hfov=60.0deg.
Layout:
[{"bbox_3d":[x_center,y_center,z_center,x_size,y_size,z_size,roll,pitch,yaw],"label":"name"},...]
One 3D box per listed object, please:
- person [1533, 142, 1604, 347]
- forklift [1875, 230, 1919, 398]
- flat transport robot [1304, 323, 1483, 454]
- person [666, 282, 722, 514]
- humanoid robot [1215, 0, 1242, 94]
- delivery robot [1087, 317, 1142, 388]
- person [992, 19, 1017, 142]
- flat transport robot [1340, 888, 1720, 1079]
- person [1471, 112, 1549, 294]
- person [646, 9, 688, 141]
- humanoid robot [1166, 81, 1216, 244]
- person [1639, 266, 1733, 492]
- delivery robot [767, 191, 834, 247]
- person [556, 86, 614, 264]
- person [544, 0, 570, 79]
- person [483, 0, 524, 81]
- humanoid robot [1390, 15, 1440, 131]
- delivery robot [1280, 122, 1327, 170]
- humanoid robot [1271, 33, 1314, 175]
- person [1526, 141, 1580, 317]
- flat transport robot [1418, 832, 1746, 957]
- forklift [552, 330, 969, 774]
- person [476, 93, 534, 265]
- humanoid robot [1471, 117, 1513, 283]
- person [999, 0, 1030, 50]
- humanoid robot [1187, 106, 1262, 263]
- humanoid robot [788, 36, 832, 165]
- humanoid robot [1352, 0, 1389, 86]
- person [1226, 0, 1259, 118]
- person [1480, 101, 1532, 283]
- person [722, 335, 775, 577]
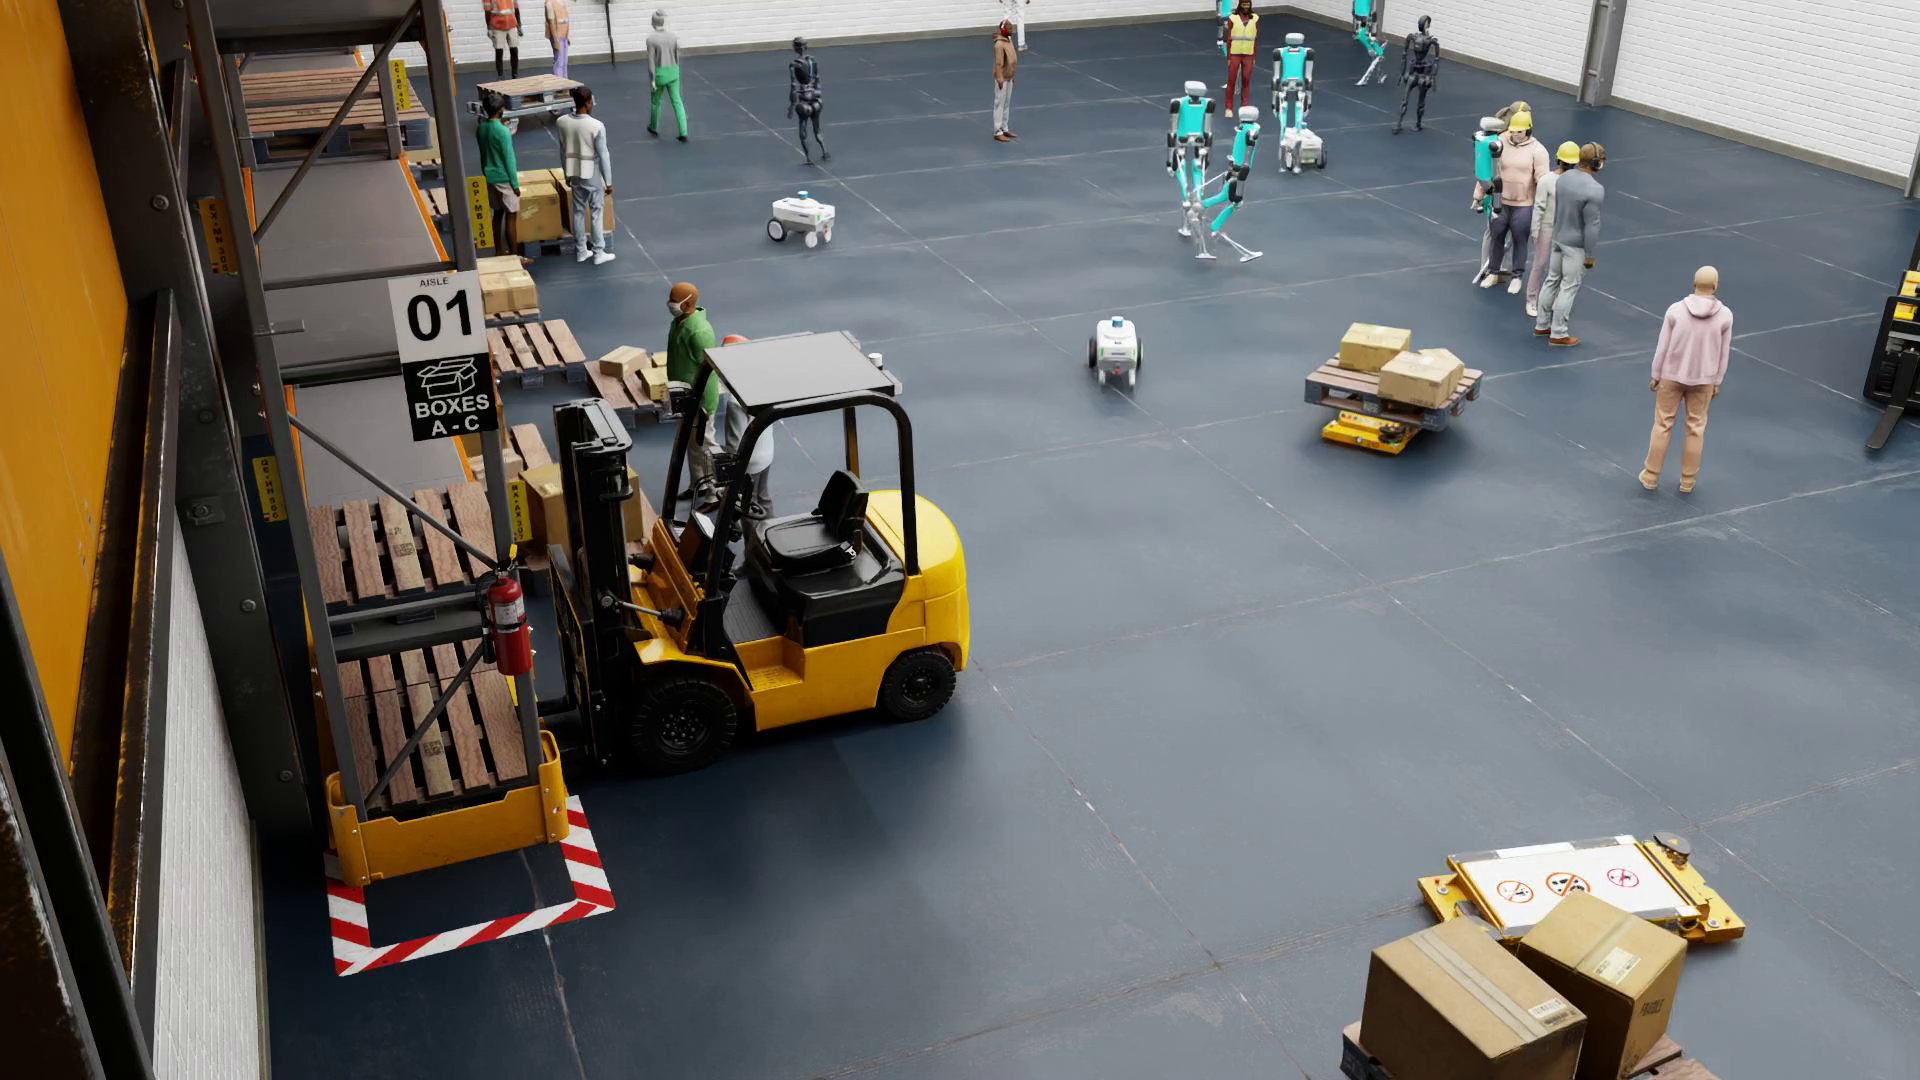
[{"bbox_3d":[5.770,-2.781,15.671,0.361,1.932,0.628,-7,28,-14],"label":"person"},{"bbox_3d":[9.029,-2.397,14.618,1.214,2.155,2.313,18,32,32],"label":"forklift"},{"bbox_3d":[3.675,-1.113,14.201,0.659,0.231,1.431,17,31,30],"label":"flat transport robot"},{"bbox_3d":[-1.990,-1.064,12.418,0.384,1.782,0.550,-15,31,-28],"label":"person"},{"bbox_3d":[4.329,-7.835,26.063,0.761,1.899,0.545,13,29,24],"label":"humanoid robot"},{"bbox_3d":[1.420,-1.736,15.111,0.499,0.585,0.775,1,27,2],"label":"delivery robot"},{"bbox_3d":[0.607,-6.425,23.224,0.338,1.650,0.454,11,29,21],"label":"person"},{"bbox_3d":[2.407,2.454,7.107,0.659,0.231,1.431,-13,29,-24],"label":"flat transport robot"},{"bbox_3d":[5.715,-3.502,17.193,0.817,1.854,0.434,17,31,30],"label":"person"},{"bbox_3d":[-4.142,-6.511,23.257,0.543,1.785,0.990,-17,32,-31],"label":"person"},{"bbox_3d":[2.642,-4.150,18.739,0.552,1.915,0.713,-6,27,-12],"label":"humanoid robot"},{"bbox_3d":[5.550,-1.212,12.713,0.524,1.781,0.406,8,28,15],"label":"person"},{"bbox_3d":[-1.802,-3.679,18.978,0.759,0.587,0.505,16,31,29],"label":"delivery robot"},{"bbox_3d":[-4.039,-3.933,17.991,0.601,1.906,0.414,10,28,19],"label":"person"},{"bbox_3d":[-6.158,-7.695,25.539,0.391,1.846,0.563,2,27,5],"label":"person"},{"bbox_3d":[-7.196,-8.114,26.267,0.608,1.953,0.397,-19,33,-34],"label":"person"},{"bbox_3d":[6.486,-6.586,23.538,0.601,1.638,0.626,21,33,35],"label":"humanoid robot"},{"bbox_3d":[4.529,-5.223,22.066,0.499,0.601,0.788,-5,27,-10],"label":"delivery robot"},{"bbox_3d":[4.276,-5.579,21.452,0.530,1.764,0.765,3,27,6],"label":"humanoid robot"},{"bbox_3d":[5.894,-3.067,16.435,0.529,1.754,0.338,-5,27,-10],"label":"person"},{"bbox_3d":[3.120,1.814,8.379,1.431,0.231,0.659,-4,27,-9],"label":"flat transport robot"},{"bbox_3d":[-1.094,0.010,9.831,2.313,2.155,1.214,-10,28,-20],"label":"forklift"},{"bbox_3d":[-4.966,-3.867,17.933,0.501,1.843,0.395,19,32,33],"label":"person"},{"bbox_3d":[5.697,-3.522,17.387,0.800,1.800,0.541,-4,27,-8],"label":"humanoid robot"},{"bbox_3d":[0.958,-9.591,29.270,0.572,1.883,0.354,7,27,13],"label":"person"},{"bbox_3d":[2.814,-3.764,17.822,0.962,1.732,0.548,-1,27,-2],"label":"humanoid robot"},{"bbox_3d":[-1.985,-5.792,21.947,0.415,1.648,0.601,18,32,32],"label":"humanoid robot"},{"bbox_3d":[6.636,-8.099,26.519,0.885,1.839,0.551,-13,30,-25],"label":"humanoid robot"},{"bbox_3d":[4.139,-7.133,24.514,0.457,1.766,0.382,-1,27,-3],"label":"person"},{"bbox_3d":[5.716,-3.666,17.496,0.413,1.875,0.549,15,30,28],"label":"person"},{"bbox_3d":[-1.479,-0.584,11.512,0.352,1.740,0.571,7,28,14],"label":"person"}]
